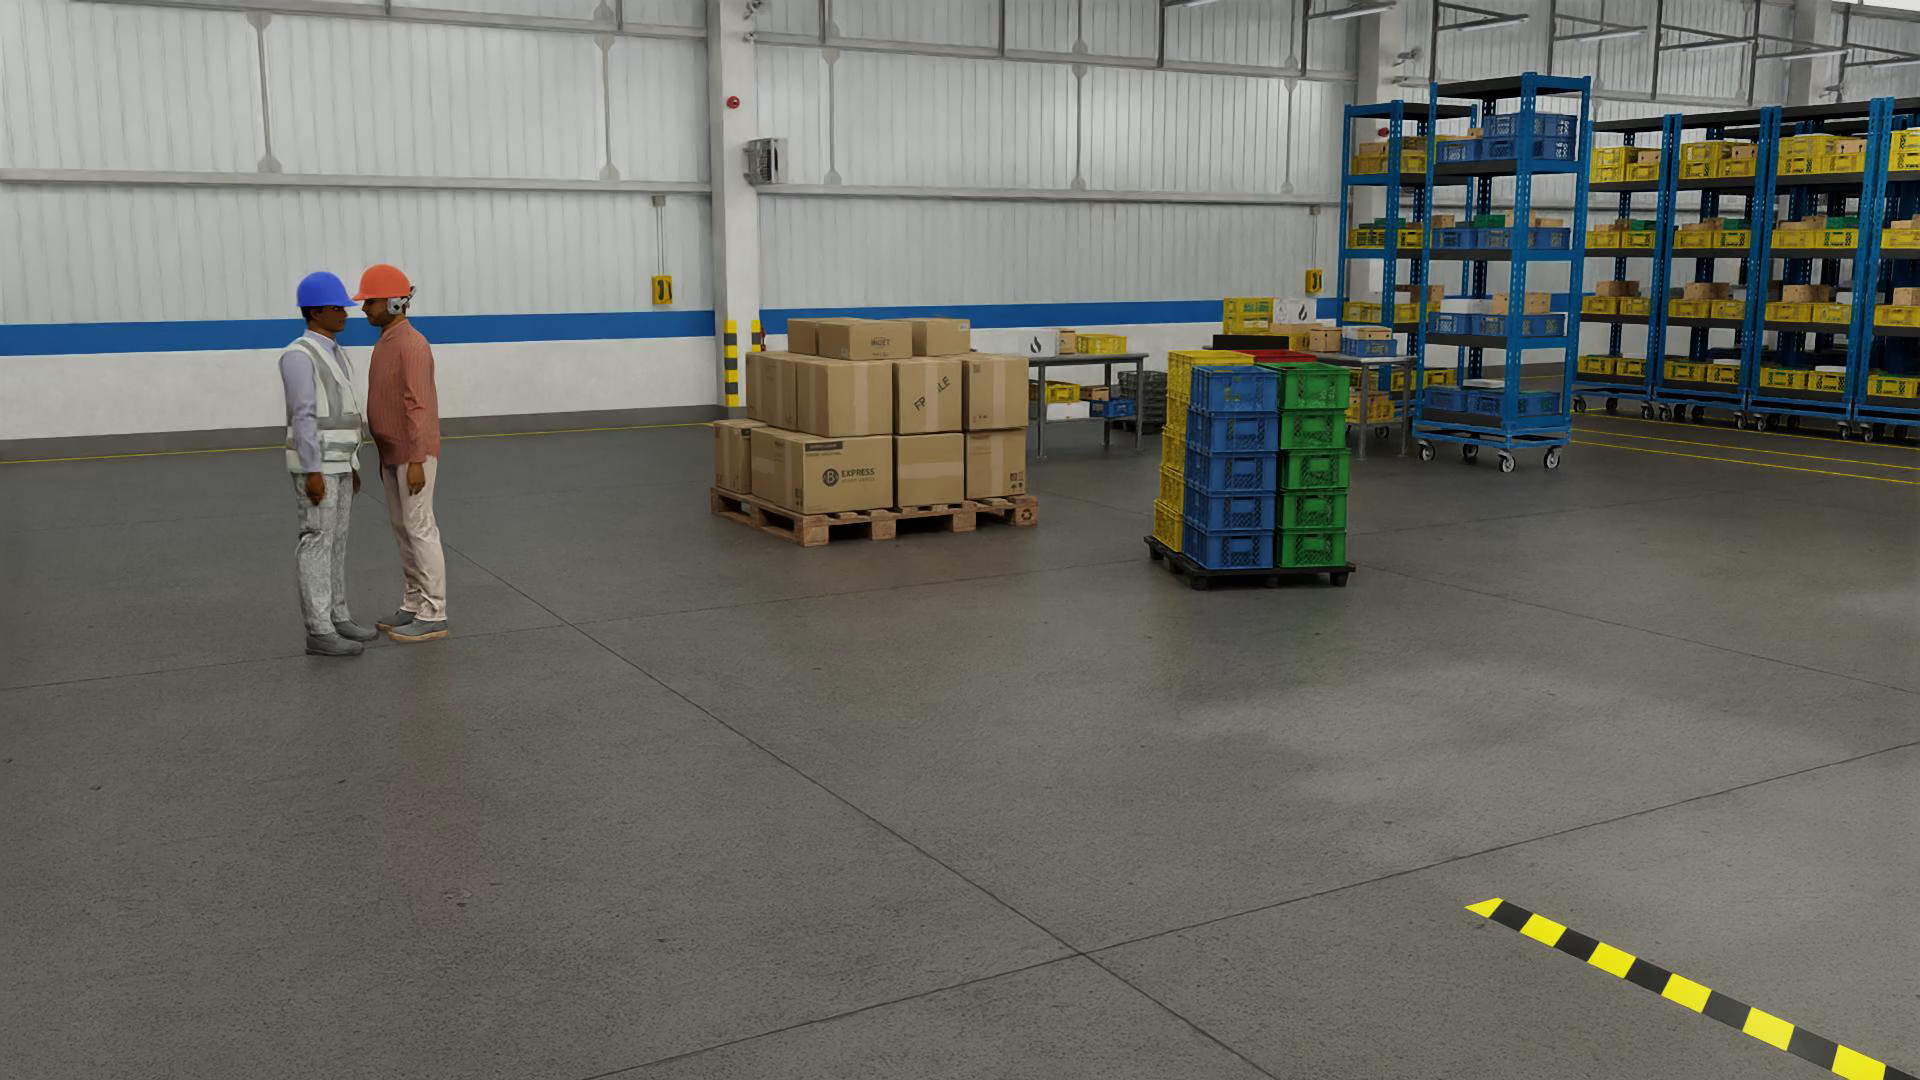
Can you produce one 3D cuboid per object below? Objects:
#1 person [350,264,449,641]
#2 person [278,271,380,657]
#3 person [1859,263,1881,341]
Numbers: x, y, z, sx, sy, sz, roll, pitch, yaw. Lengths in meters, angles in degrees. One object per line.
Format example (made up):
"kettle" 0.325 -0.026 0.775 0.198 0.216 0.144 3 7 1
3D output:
"person" -2.969 -0.458 8.819 0.402 1.987 0.608 -8 13 -37
"person" -3.237 -0.389 8.512 0.392 1.949 0.602 0 10 -2
"person" 14.850 -3.636 27.276 0.639 1.820 0.564 -6 12 -32
